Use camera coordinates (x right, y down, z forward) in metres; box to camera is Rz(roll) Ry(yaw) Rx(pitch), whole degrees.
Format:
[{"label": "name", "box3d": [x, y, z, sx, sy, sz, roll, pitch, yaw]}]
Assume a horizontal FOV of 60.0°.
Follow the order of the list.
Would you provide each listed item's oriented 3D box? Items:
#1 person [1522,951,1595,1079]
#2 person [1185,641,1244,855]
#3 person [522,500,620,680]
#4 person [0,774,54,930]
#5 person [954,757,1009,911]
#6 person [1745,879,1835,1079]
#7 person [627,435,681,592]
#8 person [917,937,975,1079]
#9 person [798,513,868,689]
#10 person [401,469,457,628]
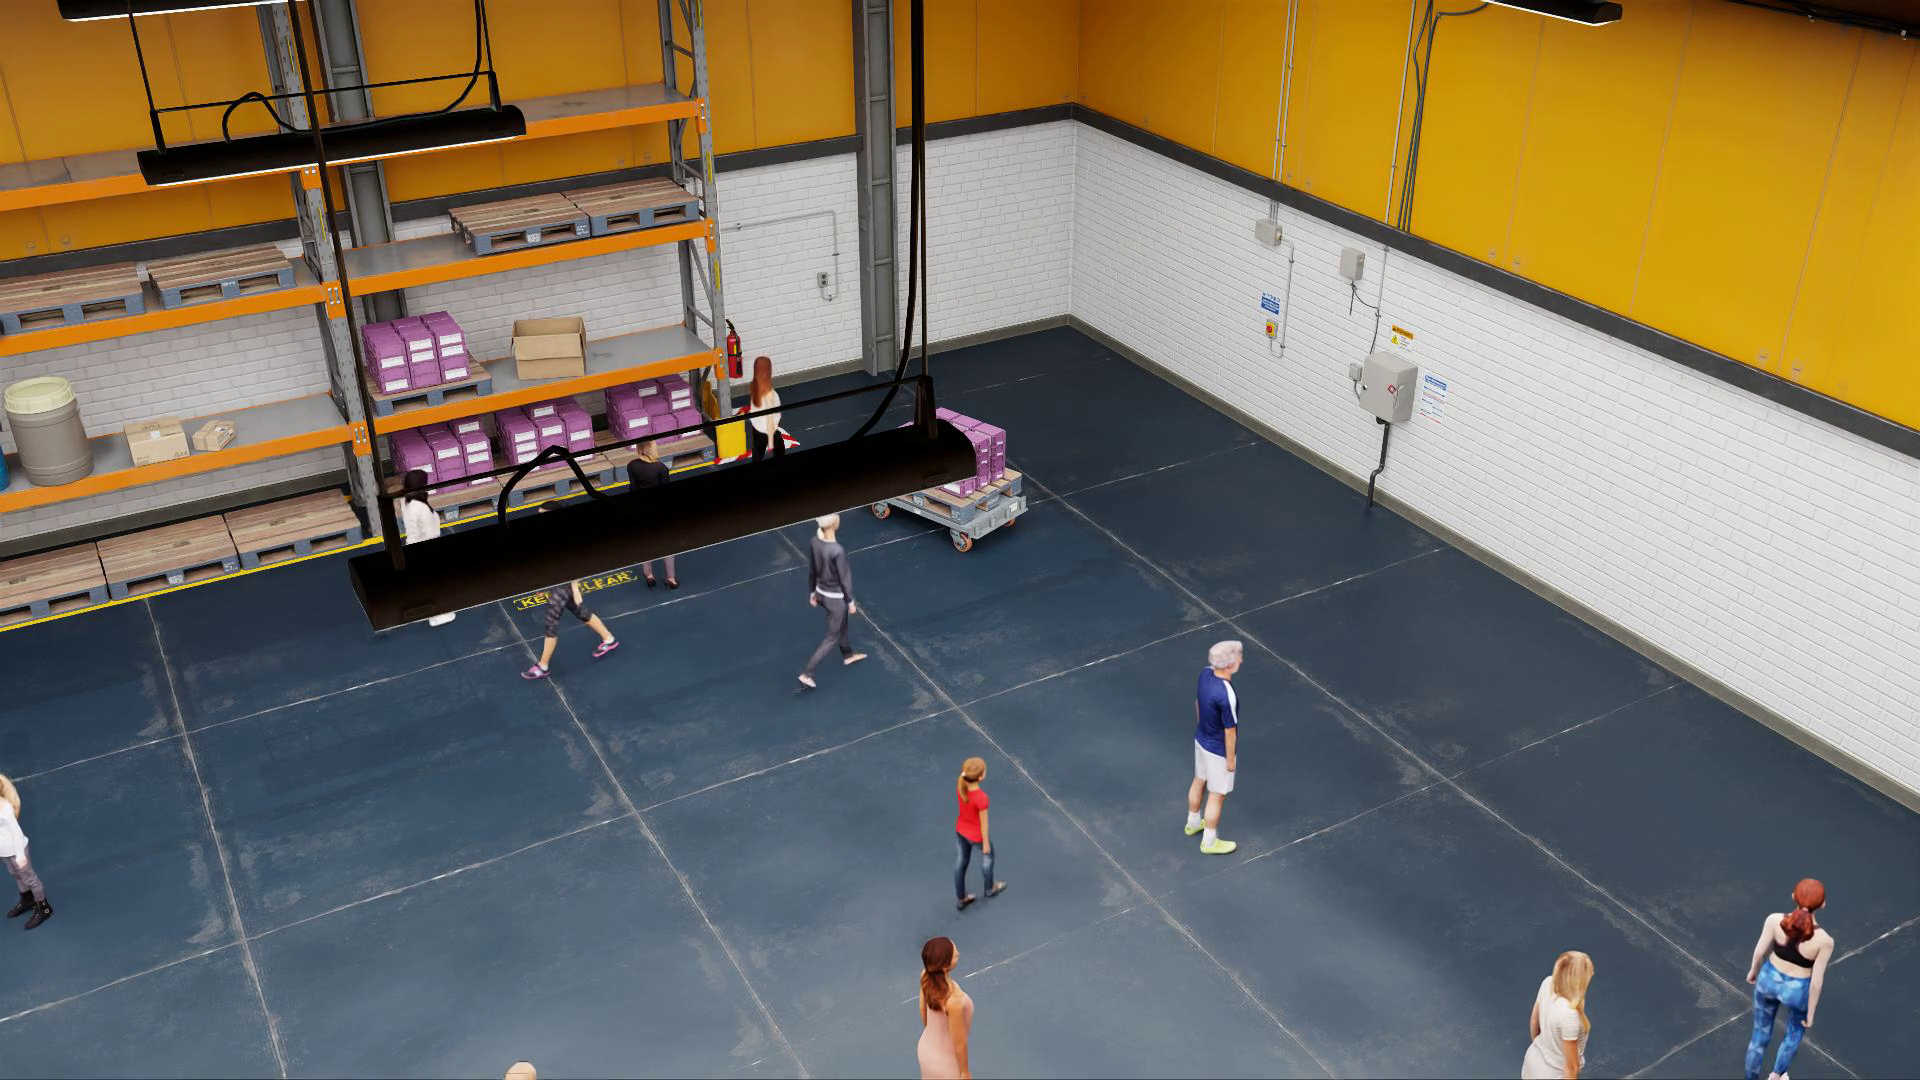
[{"label": "person", "box3d": [3.472, 3.142, 9.825, 0.645, 1.827, 0.672, -5, 29, -8]}, {"label": "person", "box3d": [1.952, 1.557, 12.721, 0.592, 1.835, 0.669, -10, 30, -18]}, {"label": "person", "box3d": [-3.486, 0.409, 14.994, 1.163, 1.674, 0.600, -17, 33, -28]}, {"label": "person", "box3d": [-6.876, 2.225, 12.078, 0.561, 1.279, 0.593, 19, 34, 31]}, {"label": "person", "box3d": [0.046, 2.172, 12.152, 0.600, 1.300, 0.727, 25, 37, 37]}, {"label": "person", "box3d": [5.093, 2.881, 10.354, 0.721, 1.777, 0.817, 23, 36, 36]}, {"label": "person", "box3d": [-2.988, -0.258, 16.218, 0.667, 1.672, 0.733, 6, 29, 12]}, {"label": "person", "box3d": [-0.110, 3.088, 9.919, 0.505, 1.831, 0.584, -16, 33, -27]}, {"label": "person", "box3d": [-1.186, 0.524, 14.760, 1.123, 1.697, 0.752, -23, 36, -35]}, {"label": "person", "box3d": [-5.086, 0.113, 15.584, 0.733, 1.629, 0.686, -22, 36, -35]}]
